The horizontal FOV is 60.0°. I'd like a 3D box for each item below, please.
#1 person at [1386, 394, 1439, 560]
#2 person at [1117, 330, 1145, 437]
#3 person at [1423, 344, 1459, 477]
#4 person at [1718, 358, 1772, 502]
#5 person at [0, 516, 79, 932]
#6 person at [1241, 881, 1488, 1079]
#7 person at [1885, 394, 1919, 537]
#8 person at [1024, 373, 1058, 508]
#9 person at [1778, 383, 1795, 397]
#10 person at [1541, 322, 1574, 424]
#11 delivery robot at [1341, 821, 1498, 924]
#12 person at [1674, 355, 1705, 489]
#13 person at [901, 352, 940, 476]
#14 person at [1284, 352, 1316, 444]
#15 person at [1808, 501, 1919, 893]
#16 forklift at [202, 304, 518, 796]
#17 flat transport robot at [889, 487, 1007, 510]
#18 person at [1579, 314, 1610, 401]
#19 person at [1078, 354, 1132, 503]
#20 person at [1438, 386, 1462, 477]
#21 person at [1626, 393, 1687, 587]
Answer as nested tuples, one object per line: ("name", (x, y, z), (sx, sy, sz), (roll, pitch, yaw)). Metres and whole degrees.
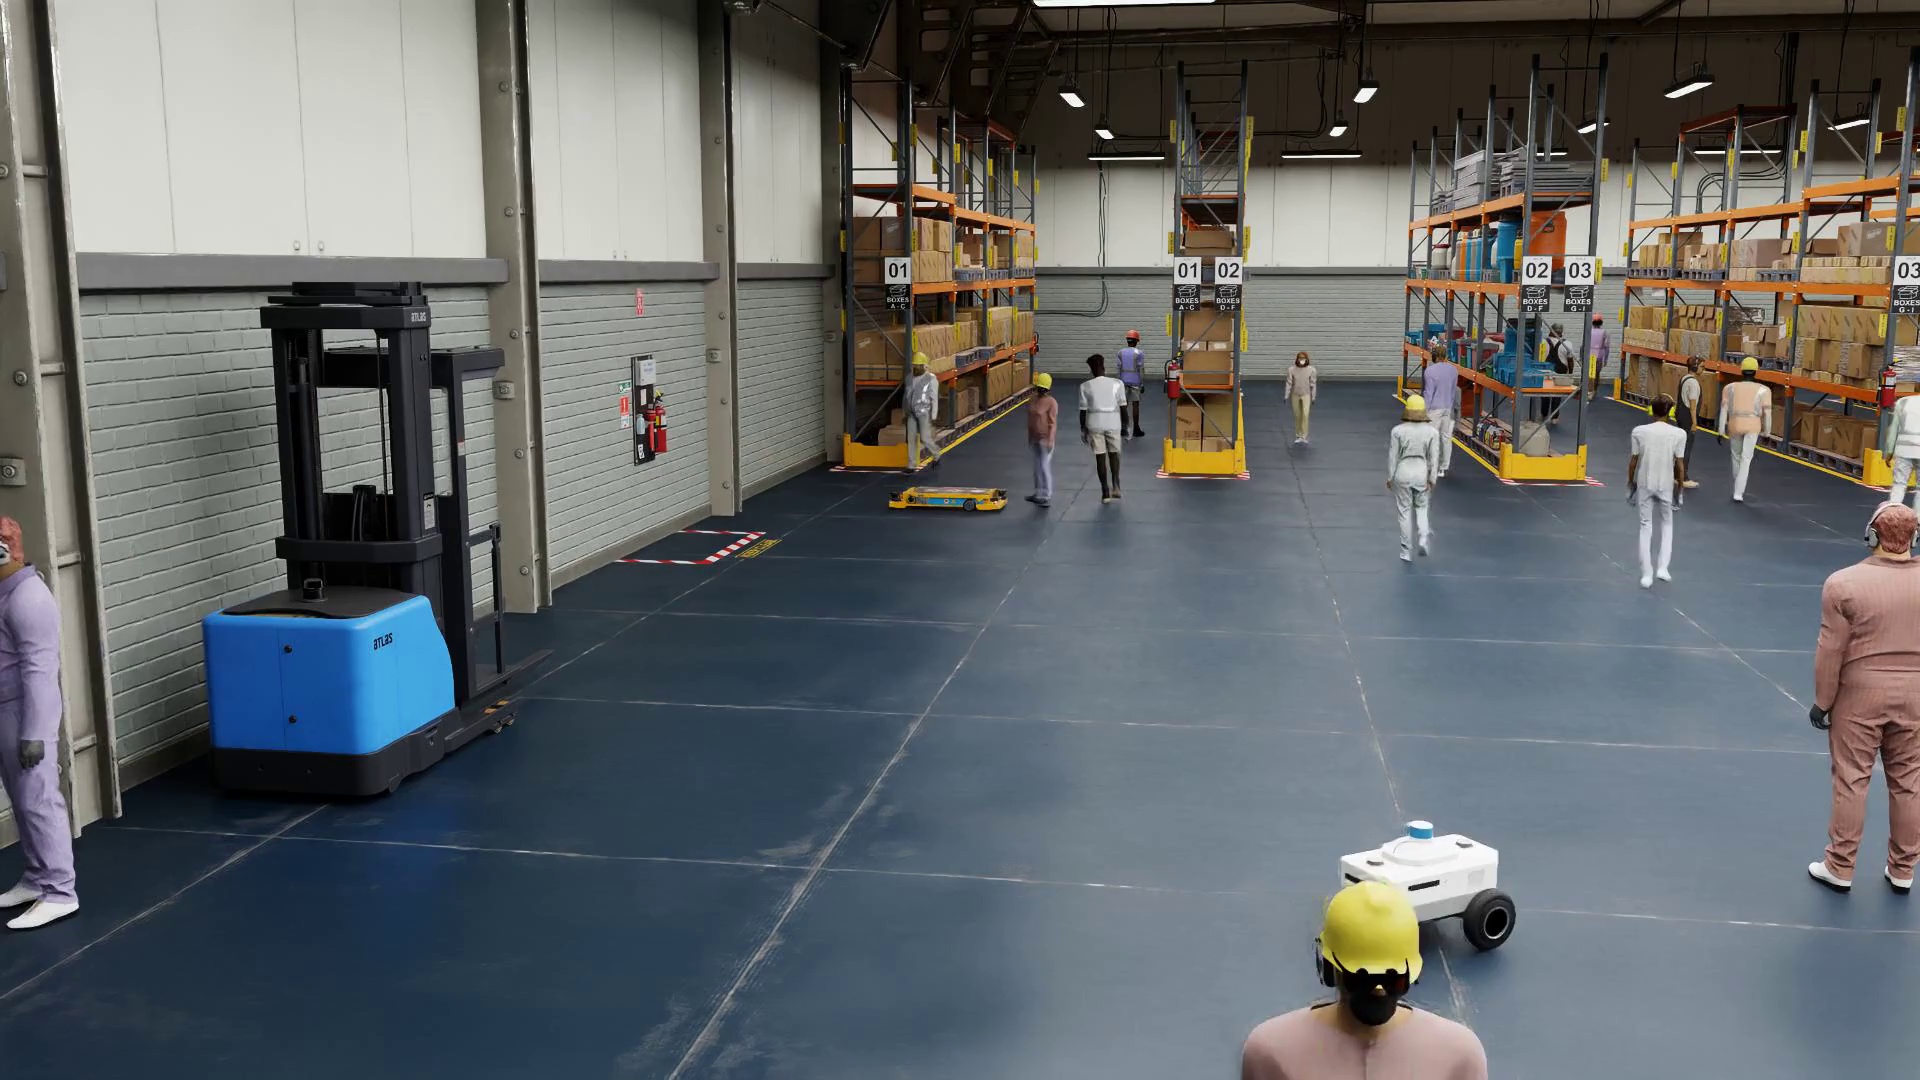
("person", (4.711, -0.655, 17.365), (0.490, 1.730, 0.358), (1, 9, 4))
("person", (3.138, -2.869, 30.399), (0.543, 1.931, 0.371), (6, 11, 33))
("person", (6.996, -1.894, 24.357), (0.627, 1.940, 0.370), (-5, 11, -30))
("person", (10.304, -1.451, 21.826), (0.606, 1.875, 1.019), (6, 11, 32))
("person", (-4.361, 0.829, 7.670), (0.403, 1.904, 0.651), (-8, 12, -39))
("person", (0.869, 1.576, 3.560), (0.528, 1.749, 0.531), (0, 9, -2))
("person", (10.820, -0.976, 18.795), (0.631, 1.910, 0.675), (8, 12, 41))
("person", (0.993, -1.289, 21.305), (0.364, 1.716, 0.729), (-7, 11, -35))
("person", (16.499, -3.363, 33.246), (0.393, 1.995, 0.612), (-8, 12, -39))
("person", (11.795, -3.319, 32.967), (0.705, 2.000, 1.000), (4, 10, 25))
("delivery robot", (2.062, 1.508, 7.475), (0.707, 0.478, 0.477), (-5, 10, -26))
("person", (10.154, -1.651, 23.177), (0.330, 1.840, 0.507), (1, 9, 5))
("person", (-0.600, -1.872, 24.584), (0.614, 1.819, 0.590), (7, 12, 37))
("person", (5.898, -2.463, 28.890), (0.521, 1.598, 0.793), (3, 10, 19))
("person", (4.459, 0.762, 8.072), (0.643, 1.912, 0.410), (1, 9, 7))
("forklift", (-3.673, -0.038, 10.147), (1.129, 2.768, 1.873), (1, 9, 9))
("flat transport robot", (-0.145, -0.540, 21.271), (1.431, 0.197, 0.652), (1, 9, 9))
("person", (14.782, -4.263, 38.789), (0.623, 1.986, 1.043), (2, 10, 14))
("person", (1.889, -1.461, 21.714), (0.700, 1.926, 0.506), (0, 9, -2))
("person", (7.146, -1.764, 24.541), (0.513, 1.615, 0.599), (6, 11, 34))
("person", (6.674, -0.488, 15.983), (0.512, 1.852, 0.573), (4, 10, 23))
